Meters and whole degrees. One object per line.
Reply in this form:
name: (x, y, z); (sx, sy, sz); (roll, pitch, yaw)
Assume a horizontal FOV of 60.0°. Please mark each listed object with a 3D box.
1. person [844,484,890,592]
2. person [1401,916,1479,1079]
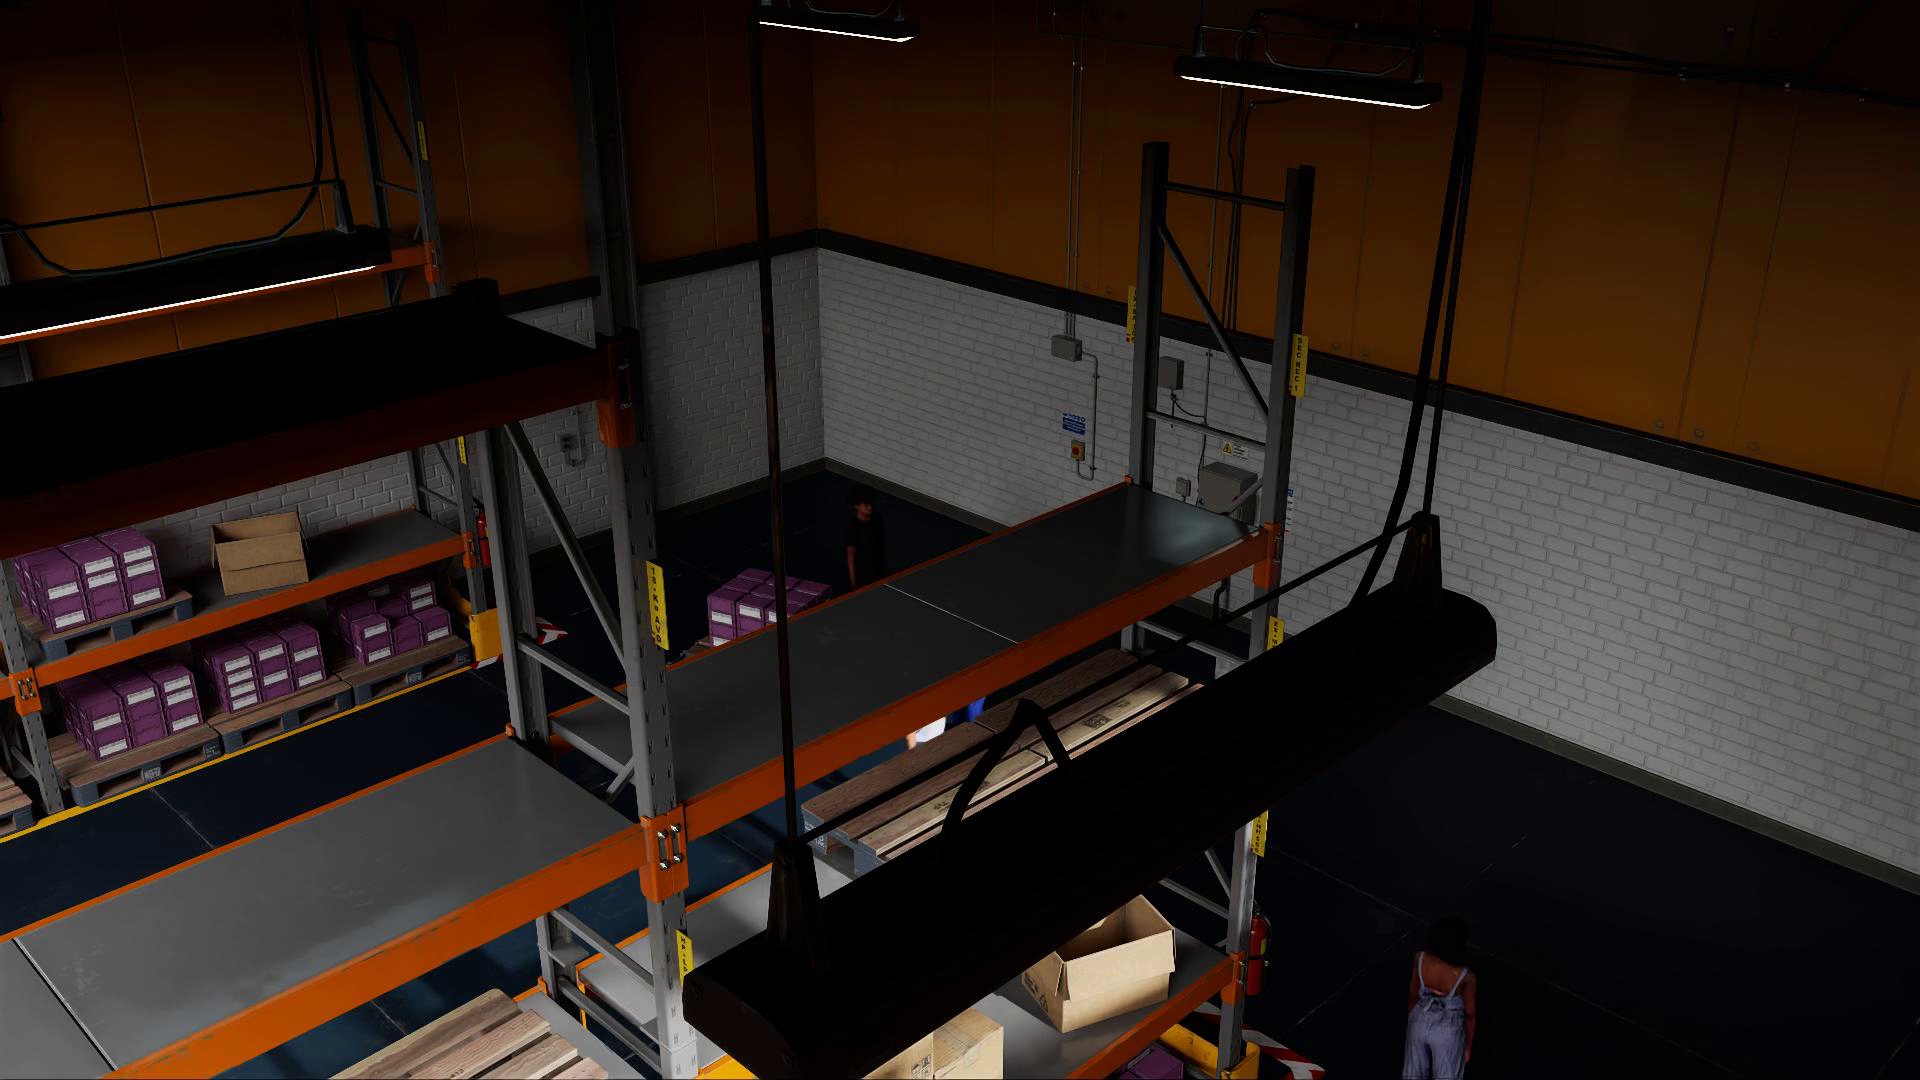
person: (-0.937, 0.265, 16.130); (0.701, 1.770, 0.737); (21, 31, 39)
person: (2.875, 2.978, 10.010); (0.603, 1.702, 0.634); (16, 28, 33)
